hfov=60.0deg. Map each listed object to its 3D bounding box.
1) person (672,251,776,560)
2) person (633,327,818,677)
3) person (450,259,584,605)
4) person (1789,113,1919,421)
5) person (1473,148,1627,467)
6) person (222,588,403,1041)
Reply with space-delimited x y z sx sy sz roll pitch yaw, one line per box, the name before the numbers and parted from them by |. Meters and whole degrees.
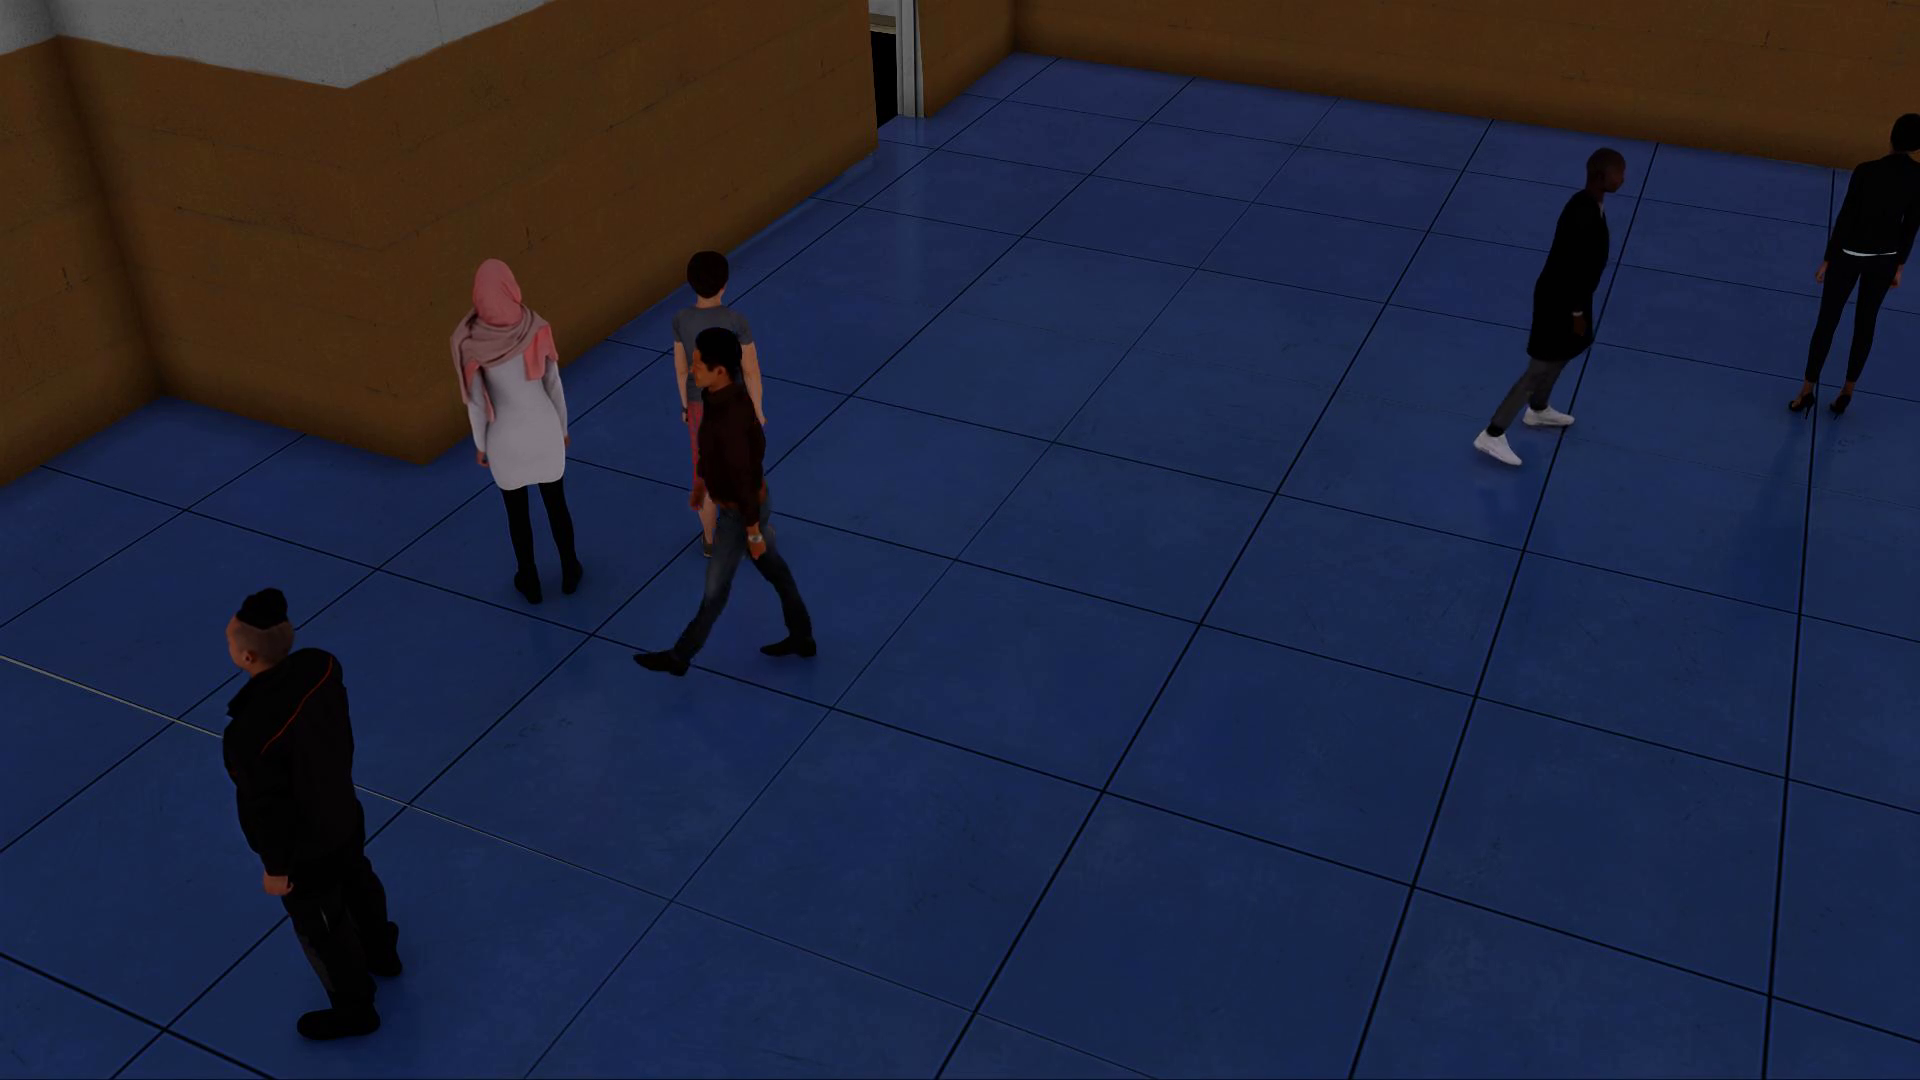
person | -1.197 -0.648 8.266 0.569 1.651 0.702 3 34 5
person | -0.885 -0.136 7.429 1.196 1.739 1.066 -6 34 -9
person | -2.082 -0.500 7.917 0.737 1.803 0.791 -13 36 -18
person | 5.122 -1.536 9.446 0.545 1.834 0.721 6 34 8
person | 3.327 -1.322 9.208 0.755 1.743 0.904 12 36 18
person | -2.224 0.936 5.686 0.761 1.861 0.839 3 34 4
